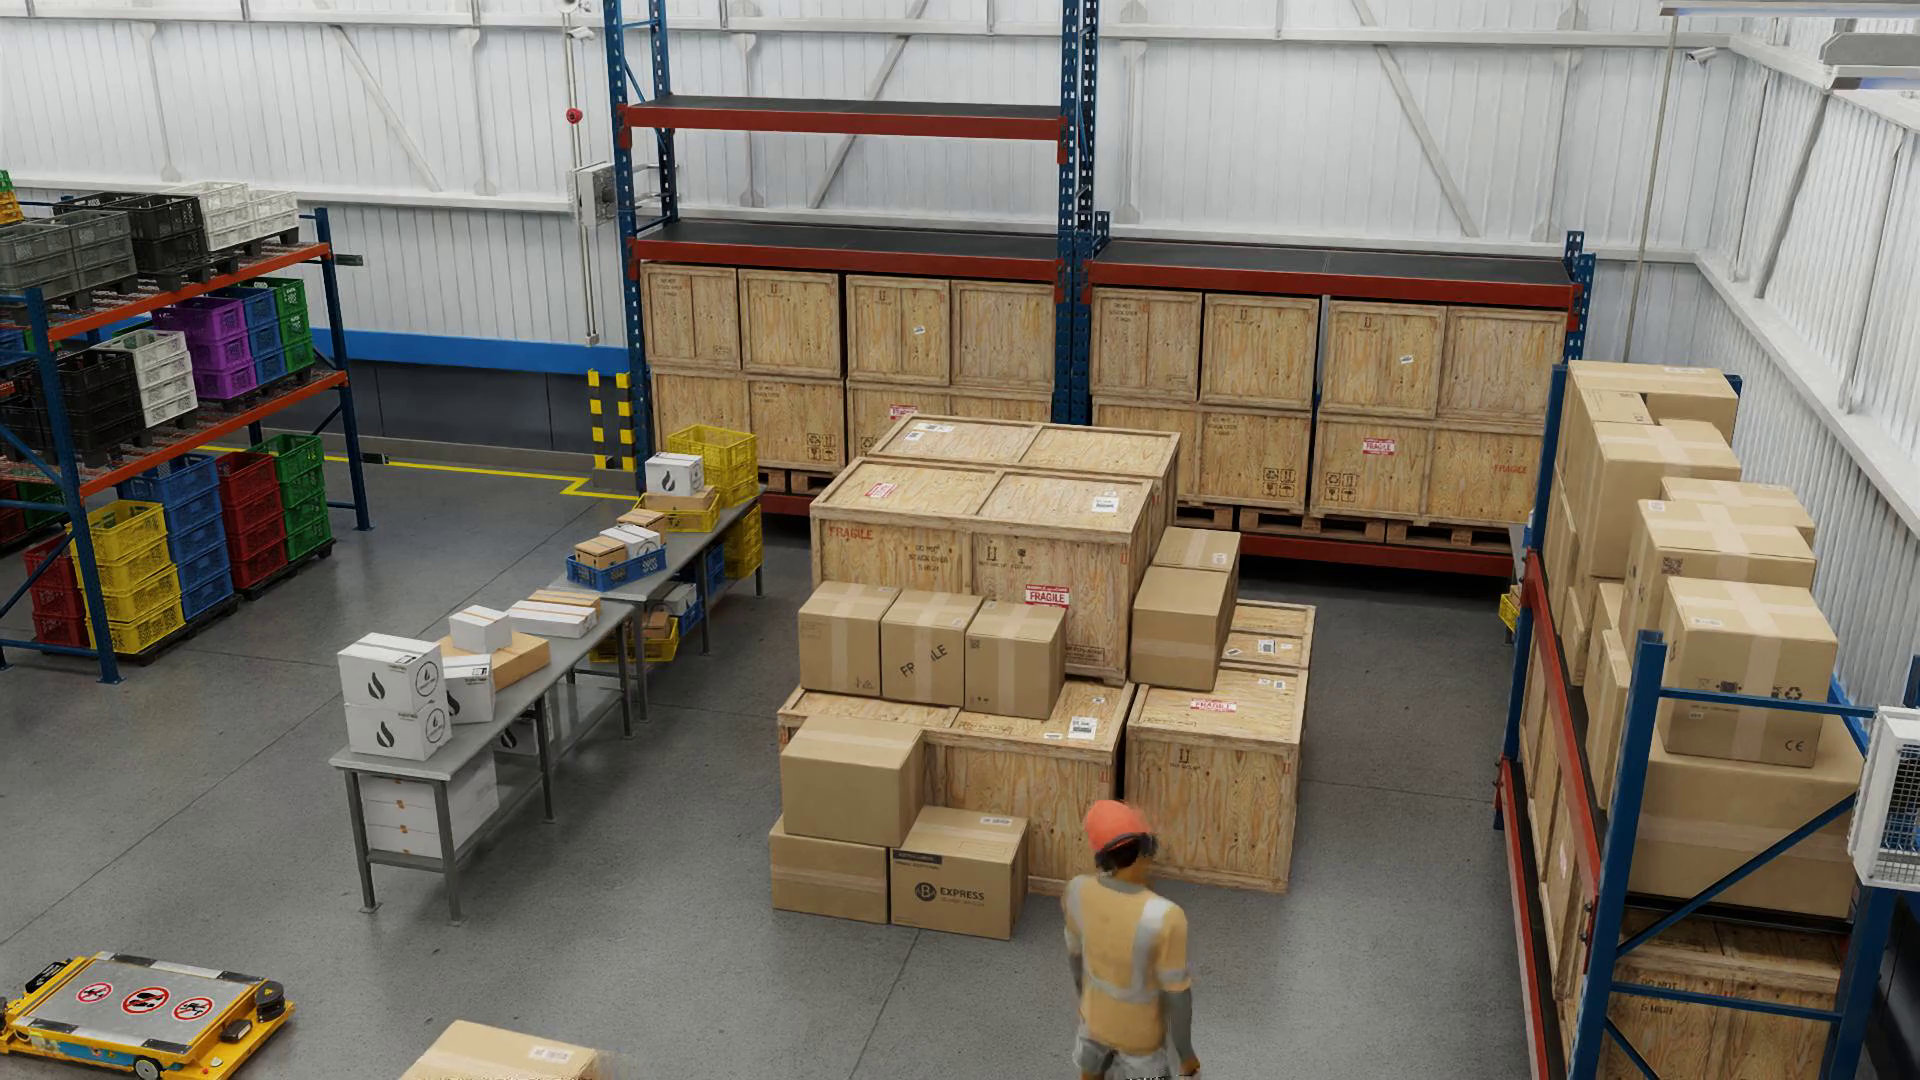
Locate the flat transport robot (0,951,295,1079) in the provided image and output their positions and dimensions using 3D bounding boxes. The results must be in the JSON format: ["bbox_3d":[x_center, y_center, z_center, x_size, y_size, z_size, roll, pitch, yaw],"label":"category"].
[{"bbox_3d":[-4.270,2.464,8.601,1.431,0.231,0.659,5,22,13],"label":"flat transport robot"}]

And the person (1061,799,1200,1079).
[{"bbox_3d":[0.694,2.091,7.173,0.714,1.998,0.430,19,28,40],"label":"person"}]
